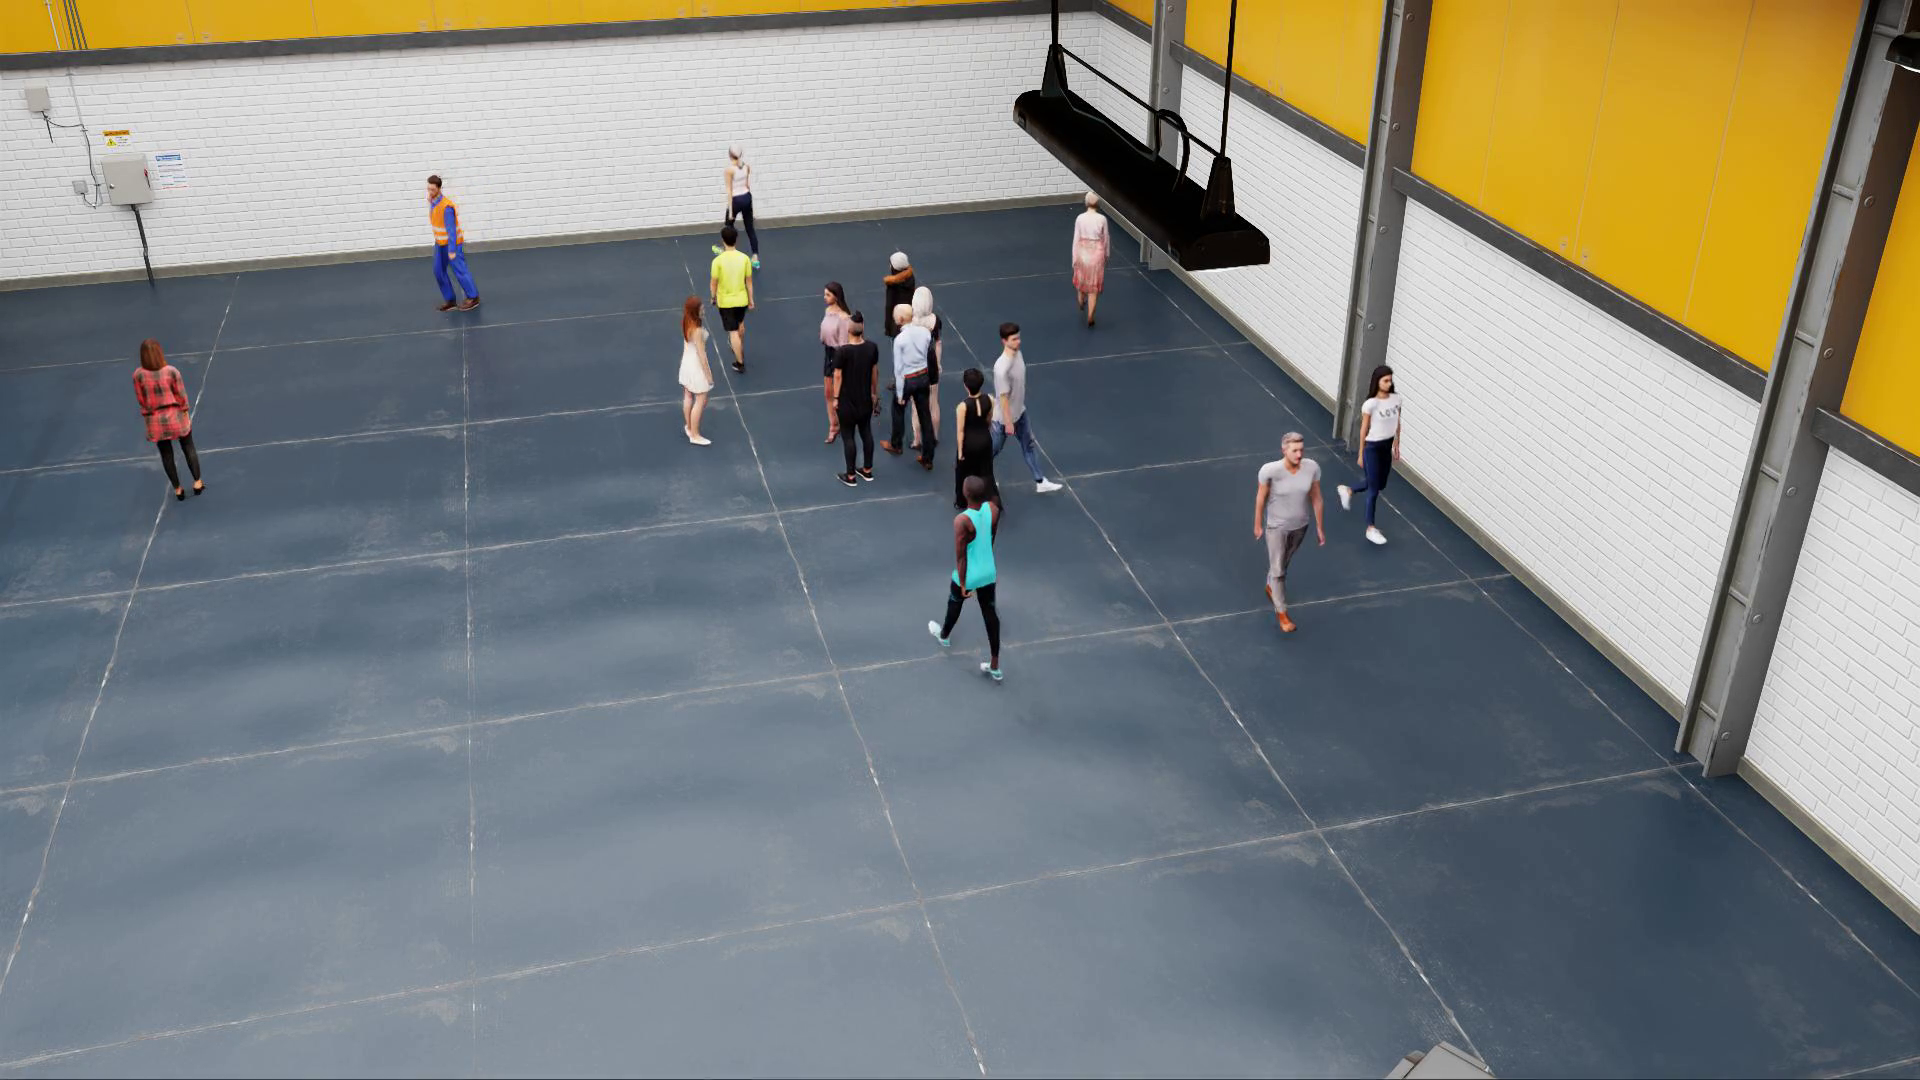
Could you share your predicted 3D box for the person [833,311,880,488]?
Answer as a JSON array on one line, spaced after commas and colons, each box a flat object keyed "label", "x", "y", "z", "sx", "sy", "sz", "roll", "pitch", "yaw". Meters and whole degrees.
[{"label": "person", "x": -1.050, "y": -1.447, "z": 16.808, "sx": 0.759, "sy": 1.866, "sz": 0.727, "roll": -20, "pitch": 34, "yaw": -32}]

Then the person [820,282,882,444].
[{"label": "person", "x": -1.202, "y": -1.888, "z": 17.694, "sx": 0.928, "sy": 1.791, "sz": 1.005, "roll": -21, "pitch": 35, "yaw": -33}]

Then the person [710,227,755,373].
[{"label": "person", "x": -2.626, "y": -2.775, "z": 19.447, "sx": 0.761, "sy": 1.670, "sz": 1.077, "roll": -14, "pitch": 32, "yaw": -24}]

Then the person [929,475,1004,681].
[{"label": "person", "x": 0.192, "y": 0.339, "z": 13.630, "sx": 0.835, "sy": 1.773, "sz": 1.206, "roll": -16, "pitch": 33, "yaw": -27}]

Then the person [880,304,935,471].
[{"label": "person", "x": -0.438, "y": -1.541, "z": 17.095, "sx": 0.893, "sy": 1.755, "sz": 1.101, "roll": -16, "pitch": 33, "yaw": -27}]

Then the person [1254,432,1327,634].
[{"label": "person", "x": 2.817, "y": -0.156, "z": 14.532, "sx": 0.729, "sy": 1.778, "sz": 1.132, "roll": -7, "pitch": 29, "yaw": -12}]

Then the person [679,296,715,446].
[{"label": "person", "x": -2.869, "y": -1.855, "z": 17.749, "sx": 0.840, "sy": 1.679, "sz": 0.551, "roll": -20, "pitch": 34, "yaw": -32}]

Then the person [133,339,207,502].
[{"label": "person", "x": -7.882, "y": -1.170, "z": 16.477, "sx": 0.622, "sy": 1.696, "sz": 0.633, "roll": -8, "pitch": 30, "yaw": -14}]

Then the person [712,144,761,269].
[{"label": "person", "x": -2.930, "y": -4.511, "z": 22.632, "sx": 0.942, "sy": 1.667, "sz": 1.160, "roll": -26, "pitch": 38, "yaw": -38}]

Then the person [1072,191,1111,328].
[{"label": "person", "x": 1.635, "y": -3.462, "z": 20.712, "sx": 0.883, "sy": 1.664, "sz": 1.053, "roll": 6, "pitch": 29, "yaw": 11}]

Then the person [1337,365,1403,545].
[{"label": "person", "x": 3.914, "y": -0.858, "z": 15.840, "sx": 0.775, "sy": 1.758, "sz": 1.059, "roll": -15, "pitch": 32, "yaw": -25}]

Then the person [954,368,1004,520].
[{"label": "person", "x": 0.199, "y": -0.878, "z": 16.065, "sx": 0.734, "sy": 1.577, "sz": 1.006, "roll": -16, "pitch": 32, "yaw": -27}]

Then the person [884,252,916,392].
[{"label": "person", "x": -0.663, "y": -2.488, "z": 18.961, "sx": 0.762, "sy": 1.631, "sz": 0.724, "roll": 21, "pitch": 35, "yaw": 34}]

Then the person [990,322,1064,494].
[{"label": "person", "x": 0.401, "y": -1.271, "z": 16.522, "sx": 1.218, "sy": 1.830, "sz": 1.230, "roll": 11, "pitch": 31, "yaw": 19}]

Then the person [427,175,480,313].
[{"label": "person", "x": -6.434, "y": -3.768, "z": 21.113, "sx": 0.981, "sy": 1.817, "sz": 0.930, "roll": -24, "pitch": 37, "yaw": -37}]

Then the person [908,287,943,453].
[{"label": "person", "x": -0.387, "y": -1.799, "z": 17.491, "sx": 0.623, "sy": 1.830, "sz": 0.559, "roll": -13, "pitch": 31, "yaw": -23}]
